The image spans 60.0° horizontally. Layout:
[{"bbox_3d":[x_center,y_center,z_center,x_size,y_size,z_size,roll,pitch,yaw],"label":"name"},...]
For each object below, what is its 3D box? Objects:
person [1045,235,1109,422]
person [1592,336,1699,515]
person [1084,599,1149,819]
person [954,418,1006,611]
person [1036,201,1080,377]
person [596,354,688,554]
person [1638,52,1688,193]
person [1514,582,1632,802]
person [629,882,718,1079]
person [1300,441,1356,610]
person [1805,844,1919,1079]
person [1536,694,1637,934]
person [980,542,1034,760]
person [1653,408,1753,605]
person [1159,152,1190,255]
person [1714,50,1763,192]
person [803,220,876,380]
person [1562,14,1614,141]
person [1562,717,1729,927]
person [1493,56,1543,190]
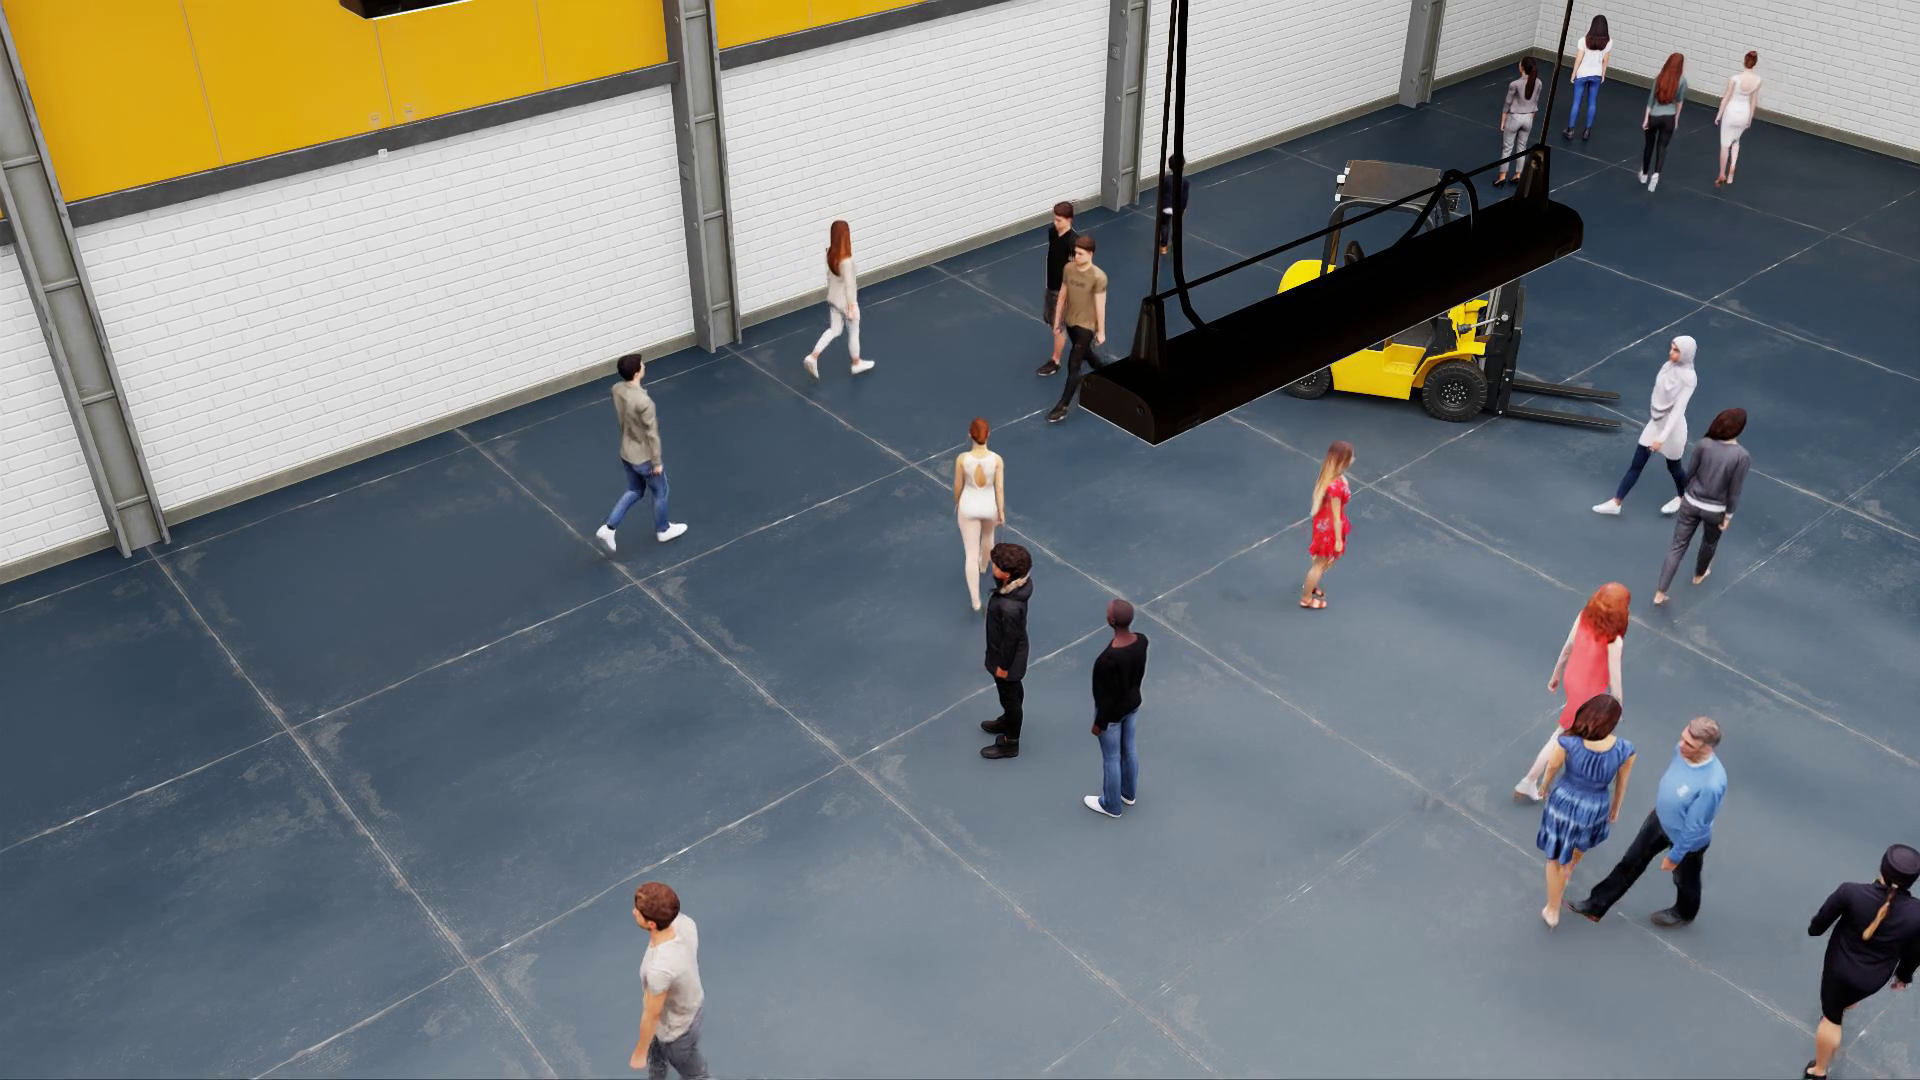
[{"bbox_3d":[1.246,-2.100,16.161,1.240,1.809,0.719,-28,42,-35],"label":"person"},{"bbox_3d":[6.239,-0.942,14.488,1.218,1.731,0.944,-8,35,-12],"label":"person"},{"bbox_3d":[1.083,1.144,11.335,0.677,1.748,0.509,27,42,35],"label":"person"},{"bbox_3d":[0.149,-0.178,13.458,1.062,1.599,1.020,-2,34,-3],"label":"person"},{"bbox_3d":[1.110,-2.570,16.837,1.017,1.842,0.807,-16,37,-22],"label":"person"},{"bbox_3d":[-2.767,-0.693,14.014,1.077,1.842,0.741,-28,42,-35],"label":"person"},{"bbox_3d":[8.839,-5.232,20.951,0.973,1.721,1.136,8,35,12],"label":"person"},{"bbox_3d":[4.163,1.091,11.386,1.202,1.781,0.930,-9,35,-14],"label":"person"},{"bbox_3d":[-1.450,2.605,9.030,1.110,1.866,1.025,0,34,-1],"label":"person"},{"bbox_3d":[2.867,-0.108,13.370,0.782,1.580,0.724,1,34,2],"label":"person"},{"bbox_3d":[5.081,2.474,9.432,1.003,1.639,1.162,12,35,17],"label":"person"},{"bbox_3d":[3.860,1.762,10.368,0.917,1.789,0.989,4,34,7],"label":"person"},{"bbox_3d":[0.352,0.777,11.858,0.792,1.779,0.733,3,34,4],"label":"person"},{"bbox_3d":[5.979,-0.235,13.420,0.783,1.736,1.139,22,40,30],"label":"person"},{"bbox_3d":[2.491,-3.937,19.451,0.578,1.225,0.653,-2,34,-3],"label":"person"},{"bbox_3d":[9.767,-5.244,20.911,0.744,1.785,0.801,1,34,1],"label":"person"},{"bbox_3d":[-1.250,-2.370,16.669,1.031,1.695,0.634,-22,39,-29],"label":"person"},{"bbox_3d":[8.509,-6.249,22.515,0.671,1.684,0.729,3,34,5],"label":"person"},{"bbox_3d":[4.566,1.794,10.342,1.239,1.765,1.051,-4,34,-6],"label":"person"},{"bbox_3d":[7.082,-5.287,21.075,0.673,1.675,0.766,-5,34,-8],"label":"person"}]
